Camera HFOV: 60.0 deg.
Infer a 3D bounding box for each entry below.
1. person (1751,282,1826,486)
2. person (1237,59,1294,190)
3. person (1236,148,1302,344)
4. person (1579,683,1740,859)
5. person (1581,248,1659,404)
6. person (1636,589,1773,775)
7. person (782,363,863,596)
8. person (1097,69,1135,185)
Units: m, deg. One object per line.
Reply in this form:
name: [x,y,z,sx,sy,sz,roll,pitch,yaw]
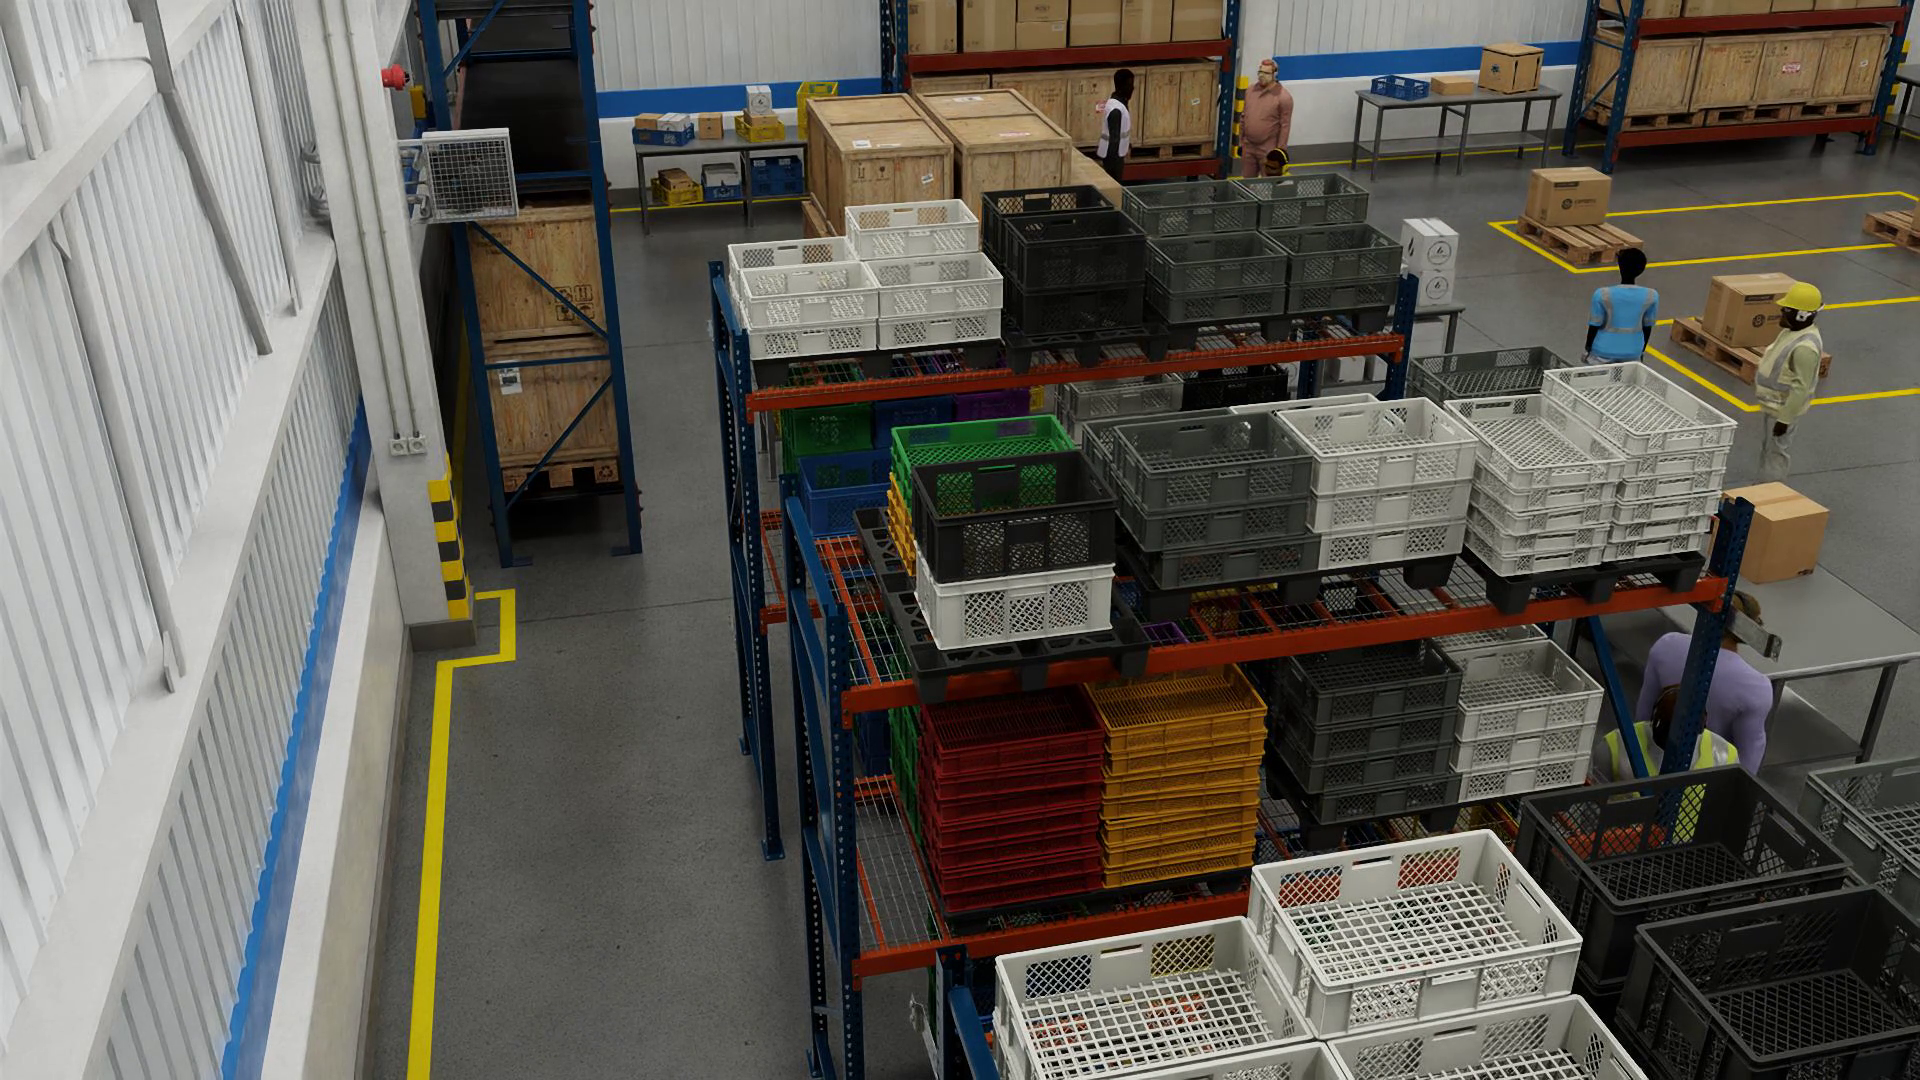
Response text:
person: [6.056,-1.015,12.278,0.404,1.833,0.591,8,29,16]
person: [3.373,-4.424,18.665,0.641,1.913,0.407,24,36,38]
person: [2.881,-2.728,15.498,0.519,1.865,0.331,10,30,19]
person: [3.144,1.451,7.606,0.629,1.837,0.429,7,29,13]
person: [5.271,-1.518,13.378,0.532,1.696,0.319,2,28,3]
person: [3.578,1.108,8.142,0.355,1.936,0.633,-17,32,-29]
person: [-0.920,-0.350,11.015,0.449,1.833,0.665,15,31,26]
person: [1.703,-4.211,18.266,0.391,1.910,0.583,4,28,7]
